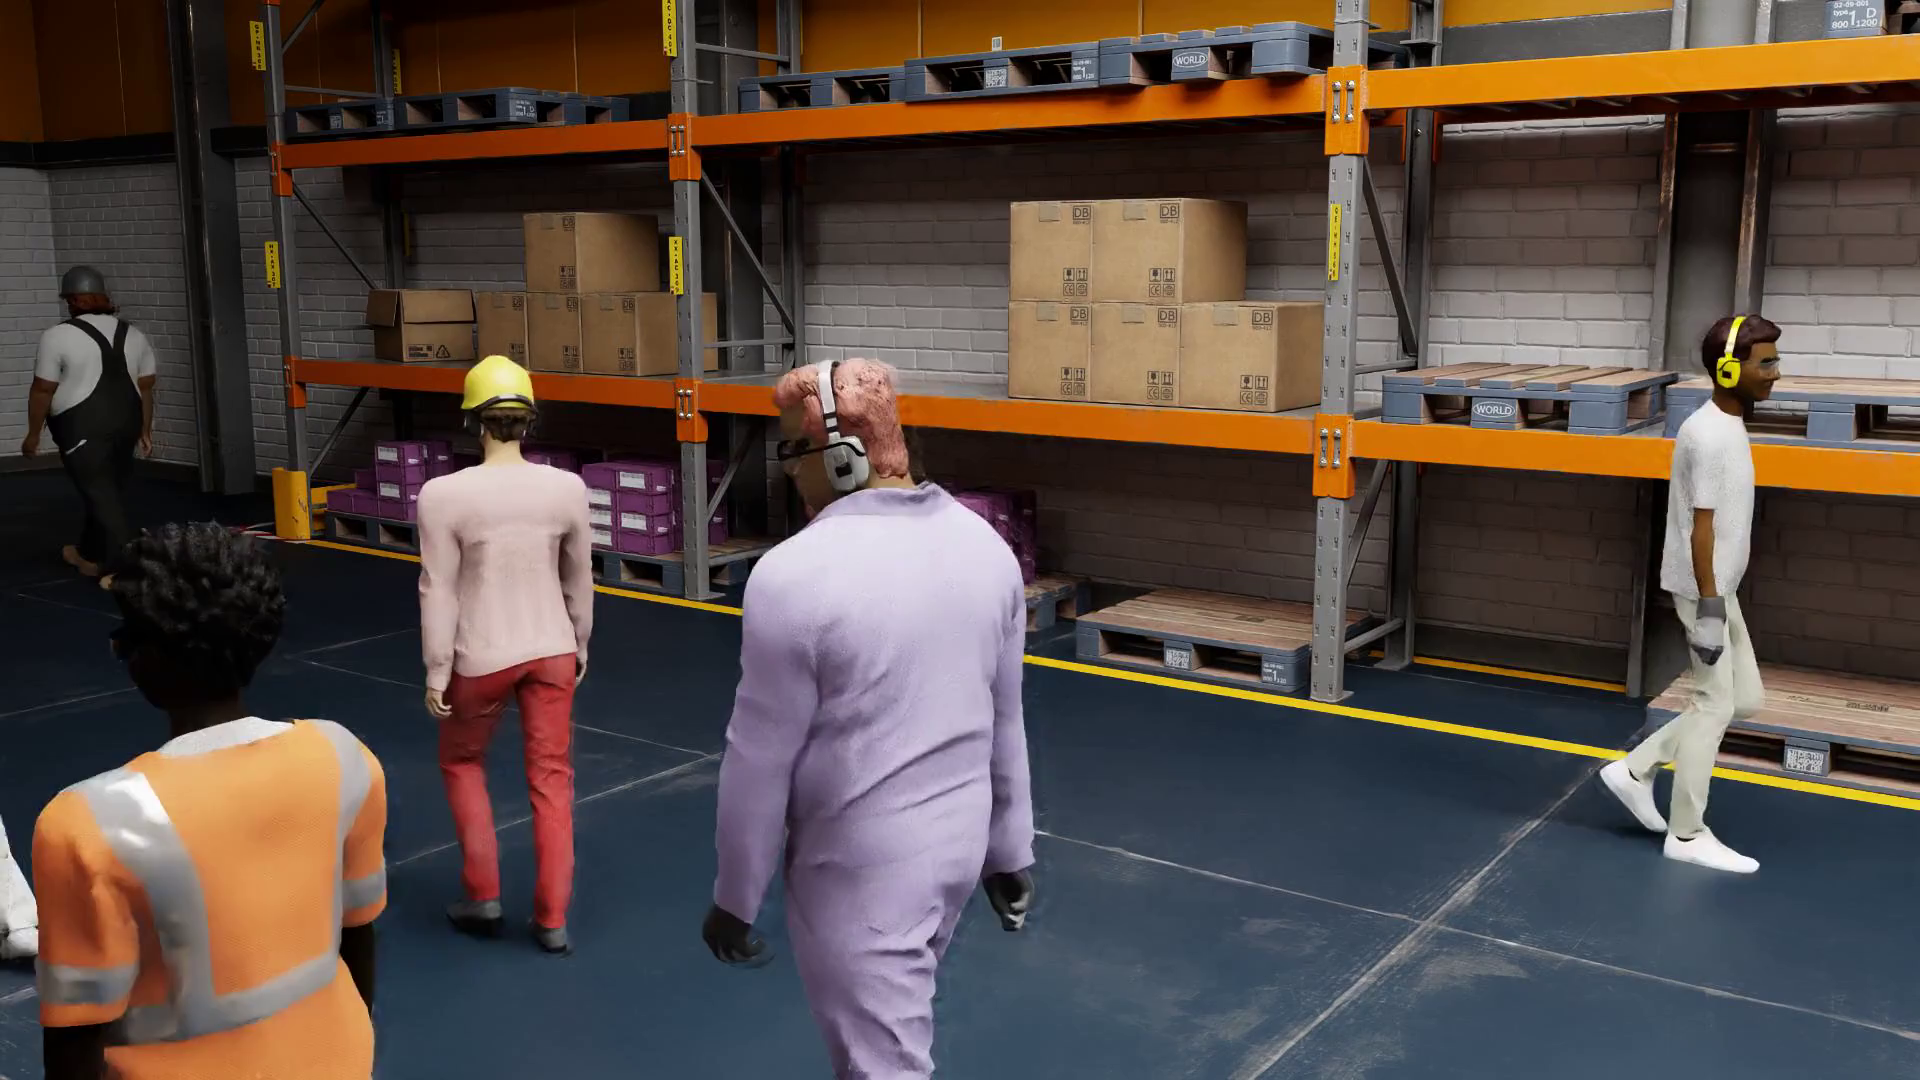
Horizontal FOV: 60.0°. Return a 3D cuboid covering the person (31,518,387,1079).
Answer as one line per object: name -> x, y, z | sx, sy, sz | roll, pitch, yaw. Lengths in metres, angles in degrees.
person -> -0.965, 0.805, 2.317 | 0.650, 1.672, 0.539 | 4, 11, 25

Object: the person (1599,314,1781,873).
person -> 2.481, 0.178, 5.542 | 0.455, 1.852, 0.543 | 6, 11, 31

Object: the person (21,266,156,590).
person -> -5.438, -0.721, 10.332 | 0.998, 2.000, 0.696 | 5, 11, 26

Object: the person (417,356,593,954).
person -> -1.352, 0.333, 4.921 | 0.543, 1.745, 0.599 | -7, 12, -34

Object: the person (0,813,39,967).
person -> -2.977, 0.440, 4.732 | 0.883, 1.589, 0.534 | 5, 11, 28

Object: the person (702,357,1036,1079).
person -> -0.094, 0.597, 3.049 | 0.917, 1.863, 0.639 | 8, 12, 38
